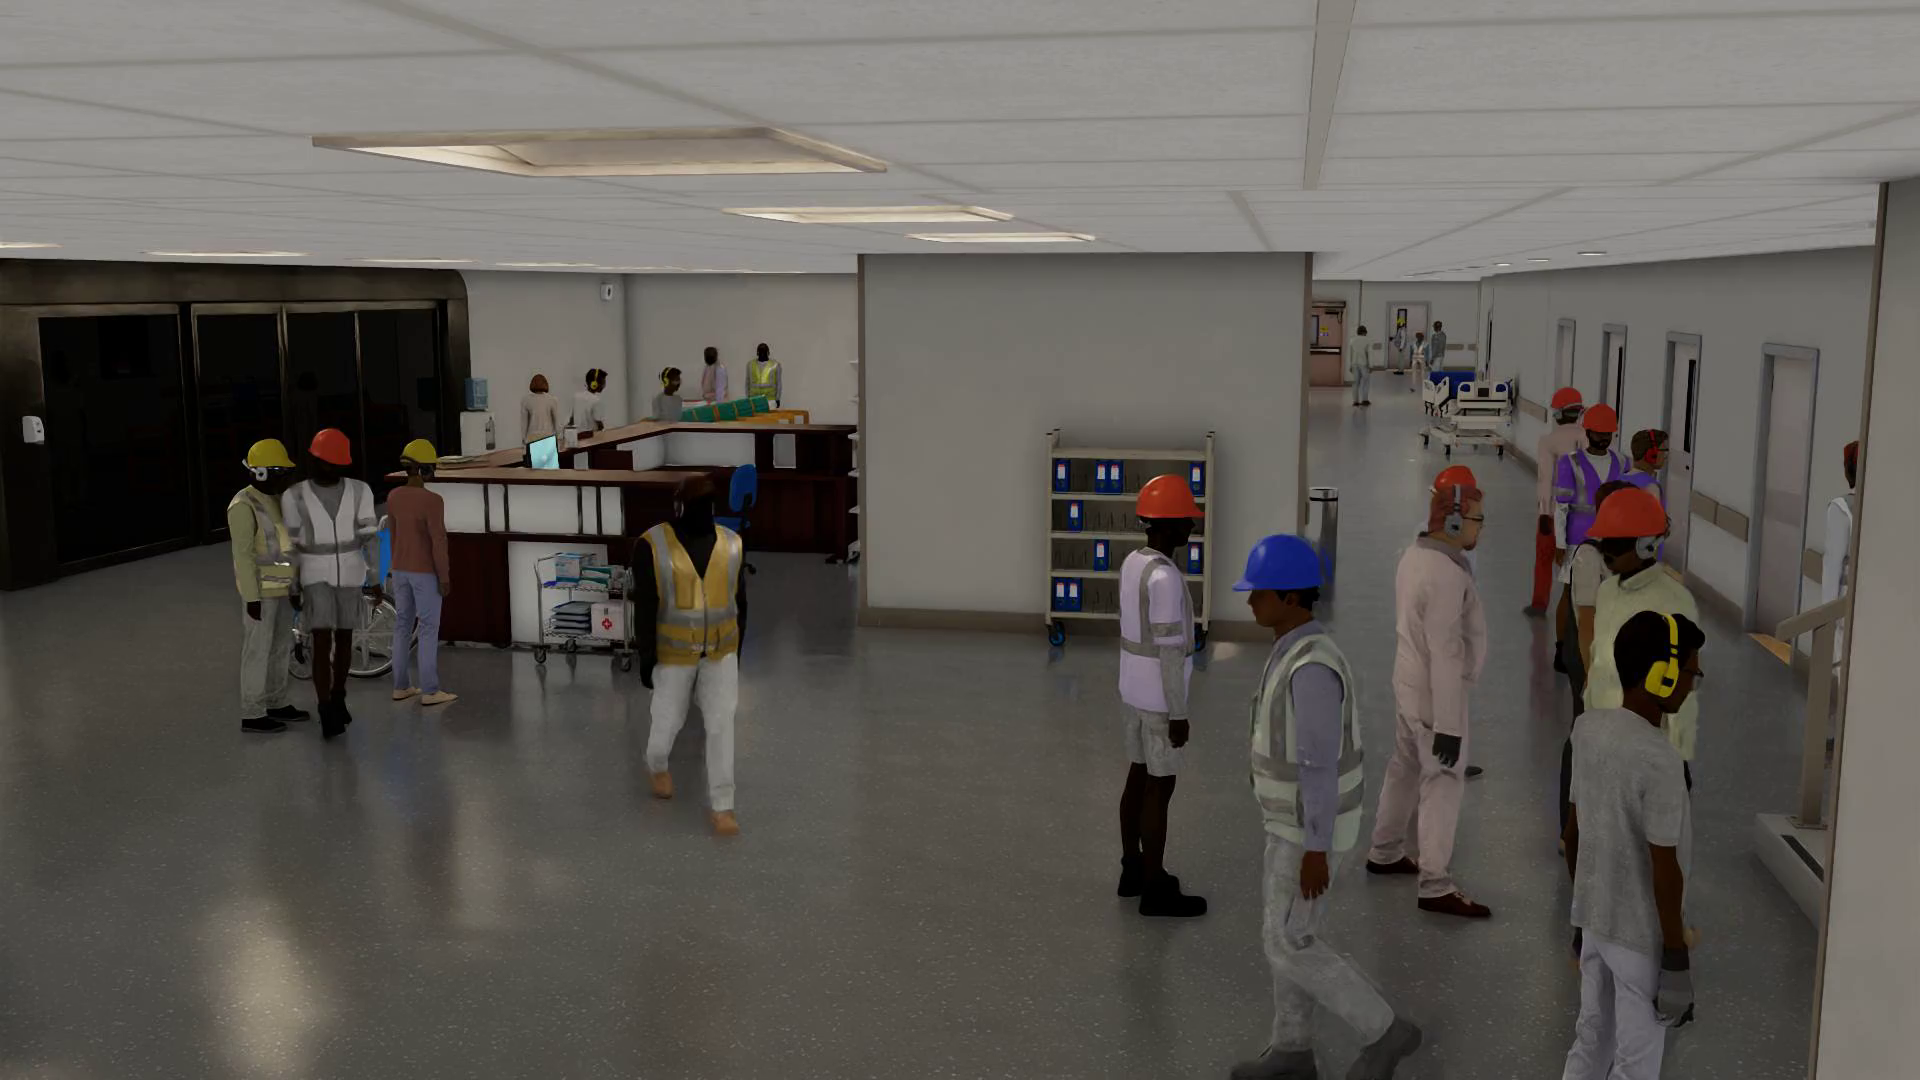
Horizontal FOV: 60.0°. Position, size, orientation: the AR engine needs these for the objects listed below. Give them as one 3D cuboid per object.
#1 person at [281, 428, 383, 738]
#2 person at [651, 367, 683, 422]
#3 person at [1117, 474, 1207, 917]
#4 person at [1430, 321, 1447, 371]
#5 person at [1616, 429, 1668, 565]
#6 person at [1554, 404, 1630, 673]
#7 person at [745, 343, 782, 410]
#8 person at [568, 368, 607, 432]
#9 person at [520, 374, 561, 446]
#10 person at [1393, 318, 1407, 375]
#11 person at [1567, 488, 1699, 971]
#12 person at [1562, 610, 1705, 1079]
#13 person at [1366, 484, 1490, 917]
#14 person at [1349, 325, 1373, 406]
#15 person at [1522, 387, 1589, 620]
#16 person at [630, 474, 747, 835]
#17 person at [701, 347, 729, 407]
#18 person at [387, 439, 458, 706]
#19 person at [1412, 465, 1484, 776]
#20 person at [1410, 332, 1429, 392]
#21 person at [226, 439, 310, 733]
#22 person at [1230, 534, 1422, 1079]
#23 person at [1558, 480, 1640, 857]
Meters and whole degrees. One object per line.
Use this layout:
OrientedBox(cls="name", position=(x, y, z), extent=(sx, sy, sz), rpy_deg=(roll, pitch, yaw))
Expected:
OrientedBox(cls="person", position=(-3.833, 0.266, 10.245), extent=(0.542, 1.888, 0.929), rpy_deg=(-6, 10, -33))
OrientedBox(cls="person", position=(-3.389, -1.076, 19.270), extent=(0.494, 1.846, 0.560), rpy_deg=(6, 10, 33))
OrientedBox(cls="person", position=(0.886, 0.677, 7.329), extent=(0.360, 1.939, 0.543), rpy_deg=(-2, 9, -14))
OrientedBox(cls="person", position=(12.326, -4.695, 42.974), extent=(0.370, 1.939, 0.631), rpy_deg=(7, 11, 38))
OrientedBox(cls="person", position=(4.419, 0.192, 10.907), extent=(0.396, 1.837, 0.565), rpy_deg=(0, 9, 3))
OrientedBox(cls="person", position=(4.515, -0.006, 11.862), extent=(0.551, 1.934, 0.373), rpy_deg=(-1, 9, -9))
OrientedBox(cls="person", position=(-3.304, -2.378, 27.915), extent=(0.626, 1.847, 0.429), rpy_deg=(1, 9, 5))
OrientedBox(cls="person", position=(-4.332, -1.072, 19.290), extent=(0.703, 1.825, 0.533), rpy_deg=(-8, 12, -42))
OrientedBox(cls="person", position=(-5.508, -1.361, 21.865), extent=(0.505, 1.631, 0.281), rpy_deg=(-2, 9, -11))
OrientedBox(cls="person", position=(14.166, -6.228, 53.497), extent=(0.404, 1.833, 0.592), rpy_deg=(1, 9, 8))
OrientedBox(cls="person", position=(2.617, 0.775, 6.541), extent=(0.439, 1.974, 0.654), rpy_deg=(-1, 9, -4))
OrientedBox(cls="person", position=(1.886, 1.115, 4.669), extent=(0.328, 1.865, 0.520), rpy_deg=(-2, 9, -10))
OrientedBox(cls="person", position=(2.140, 0.689, 7.437), extent=(0.410, 1.905, 0.670), rpy_deg=(0, 9, 2))
OrientedBox(cls="person", position=(9.427, -4.106, 39.190), extent=(0.649, 1.908, 0.516), rpy_deg=(7, 11, 40))
OrientedBox(cls="person", position=(4.979, -0.258, 13.495), extent=(0.627, 1.961, 0.945), rpy_deg=(-2, 9, -15))
OrientedBox(cls="person", position=(-1.395, 0.554, 8.583), extent=(0.627, 1.820, 0.851), rpy_deg=(-4, 9, -25))
OrientedBox(cls="person", position=(-3.996, -2.256, 27.221), extent=(0.467, 1.814, 0.683), rpy_deg=(-5, 10, -28))
OrientedBox(cls="person", position=(-3.574, 0.210, 11.040), extent=(0.522, 1.758, 0.349), rpy_deg=(5, 10, 31))
OrientedBox(cls="person", position=(2.770, 0.450, 9.440), extent=(0.338, 1.752, 0.565), rpy_deg=(-2, 9, -13))
OrientedBox(cls="person", position=(12.347, -4.788, 44.720), extent=(0.531, 1.592, 0.888), rpy_deg=(5, 10, 28))
OrientedBox(cls="person", position=(-4.282, 0.283, 10.342), extent=(0.403, 1.827, 0.591), rpy_deg=(1, 9, 6))
OrientedBox(cls="person", position=(1.189, 0.940, 5.575), extent=(0.586, 1.937, 0.643), rpy_deg=(0, 9, 2))
OrientedBox(cls="person", position=(3.087, 0.624, 8.005), extent=(0.344, 1.839, 0.504), rpy_deg=(6, 10, 33))
